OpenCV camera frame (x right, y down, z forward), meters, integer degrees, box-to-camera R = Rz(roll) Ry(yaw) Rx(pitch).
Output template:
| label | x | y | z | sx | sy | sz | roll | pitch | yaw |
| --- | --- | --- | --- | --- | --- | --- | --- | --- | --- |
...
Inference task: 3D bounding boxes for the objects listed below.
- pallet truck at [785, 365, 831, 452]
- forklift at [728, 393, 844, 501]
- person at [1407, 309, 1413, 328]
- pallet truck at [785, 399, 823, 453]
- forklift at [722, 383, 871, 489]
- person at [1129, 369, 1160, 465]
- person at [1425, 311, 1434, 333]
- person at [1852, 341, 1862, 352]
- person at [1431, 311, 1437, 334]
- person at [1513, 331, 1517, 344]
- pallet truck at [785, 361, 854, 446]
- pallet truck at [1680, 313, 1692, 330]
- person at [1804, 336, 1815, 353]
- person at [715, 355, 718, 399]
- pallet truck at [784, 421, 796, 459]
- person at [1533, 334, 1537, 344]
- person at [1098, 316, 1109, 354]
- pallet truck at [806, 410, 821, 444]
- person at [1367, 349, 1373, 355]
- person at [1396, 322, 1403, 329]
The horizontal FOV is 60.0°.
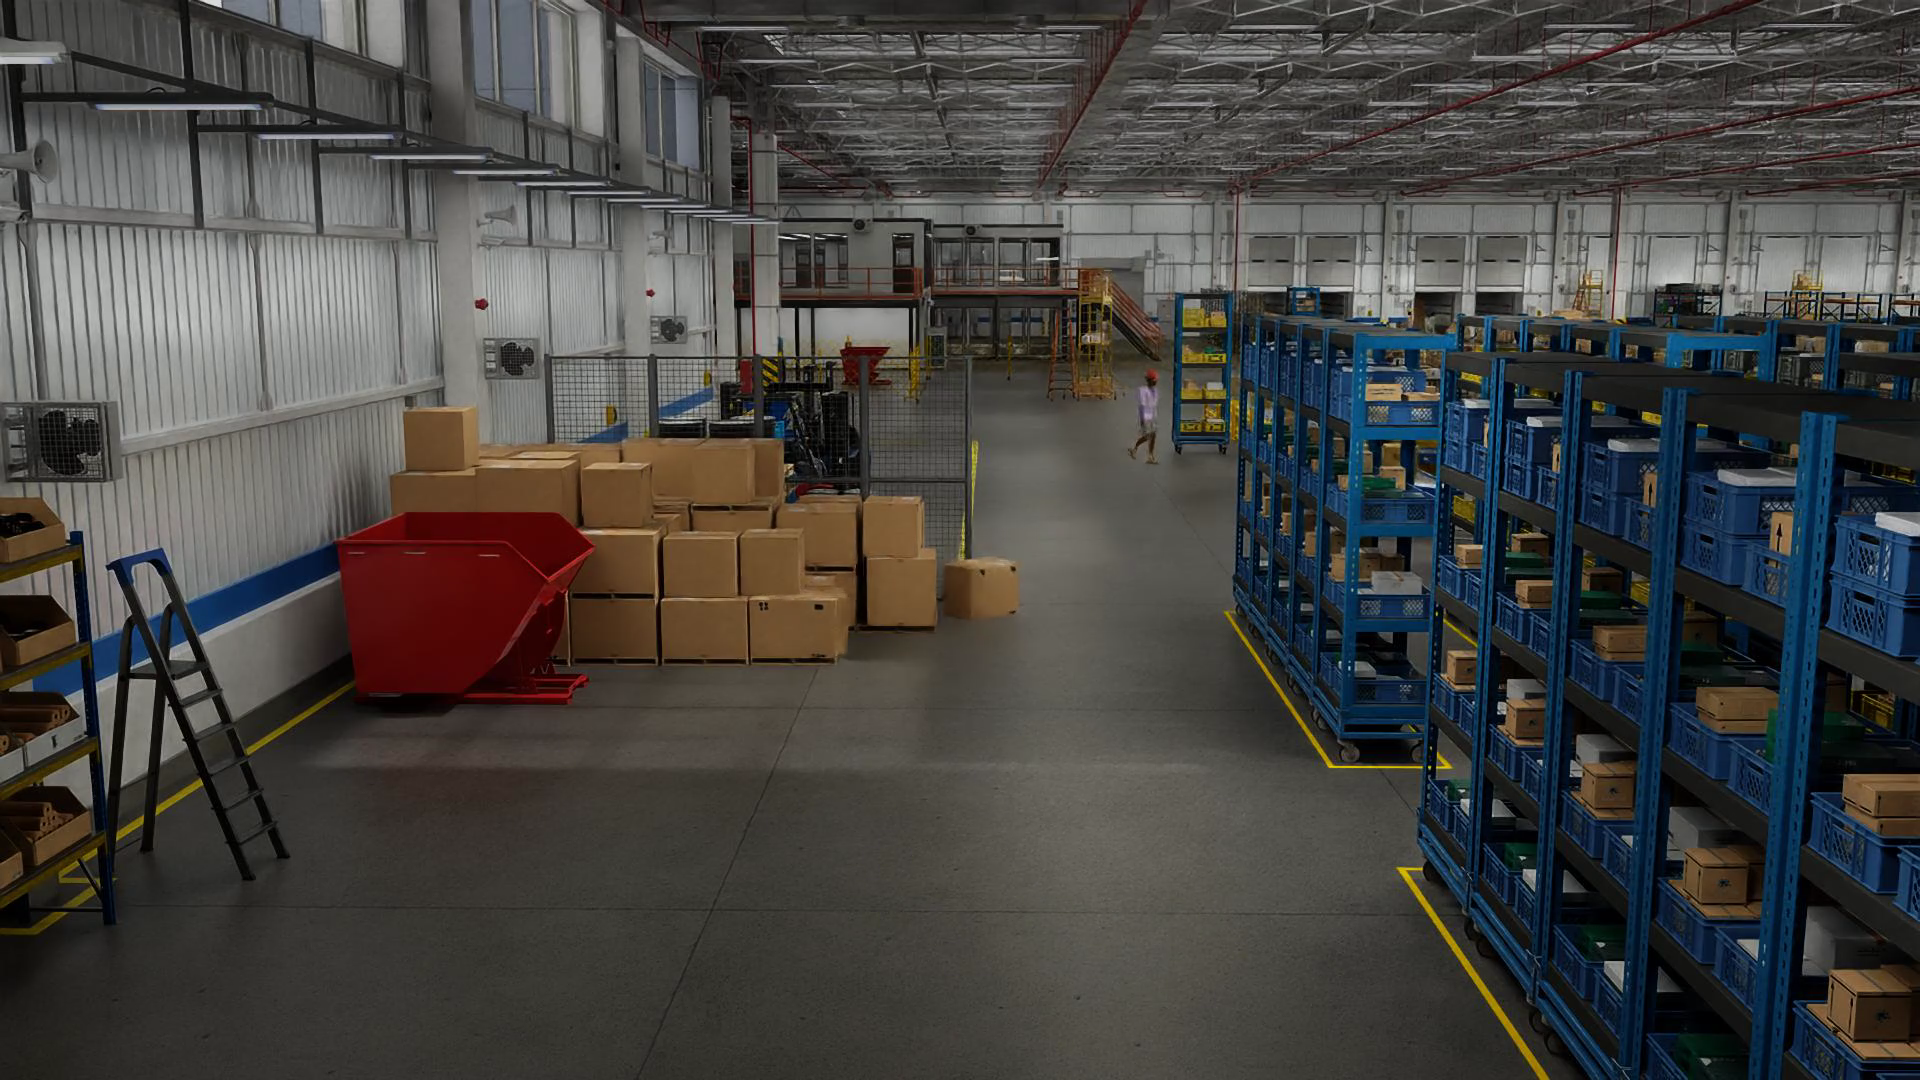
| label | x | y | z | sx | sy | sz | roll | pitch | yaw |
| --- | --- | --- | --- | --- | --- | --- | --- | --- | --- |
| pallet truck | -3.774 | -2.976 | 37.635 | 1.885 | 1.965 | 0.823 | 1 | 9 | 5 |
| forklift | -2.979 | -1.316 | 26.476 | 2.680 | 1.987 | 1.157 | 0 | 9 | 1 |
| person | 25.593 | -12.174 | 94.631 | 0.398 | 1.918 | 0.586 | 5 | 11 | 30 |
| pallet truck | -3.814 | -2.432 | 36.419 | 1.630 | 1.274 | 0.653 | 0 | 9 | 1 |
| forklift | -2.893 | -1.687 | 28.729 | 2.680 | 1.987 | 1.157 | 0 | 9 | -1 |
| person | 3.956 | -2.612 | 35.299 | 0.596 | 2.025 | 0.624 | 9 | 13 | 44 |
| person | 25.554 | -11.505 | 90.524 | 0.599 | 1.912 | 0.971 | 9 | 13 | 43 |
| person | 31.935 | -6.461 | 59.464 | 0.885 | 1.880 | 0.562 | -4 | 10 | -24 |
| person | 26.299 | -11.805 | 92.600 | 0.502 | 1.831 | 0.650 | 3 | 10 | 16 |
| person | 20.015 | -6.544 | 59.750 | 0.368 | 1.963 | 0.603 | -4 | 10 | -22 |
| pallet truck | -3.410 | -3.193 | 38.978 | 1.885 | 1.965 | 0.823 | 0 | 9 | -1 |
| pallet truck | 36.315 | -10.531 | 84.244 | 0.823 | 1.965 | 1.885 | -6 | 11 | -33 |
| person | 31.995 | -6.963 | 62.625 | 0.332 | 1.872 | 0.514 | -2 | 10 | -14 |
| person | -6.458 | -4.042 | 44.665 | 0.999 | 1.862 | 0.656 | 8 | 12 | 39 |
| pallet truck | -4.013 | -1.793 | 32.705 | 1.601 | 1.201 | 0.680 | 0 | 9 | 1 |
| person | 21.959 | -7.108 | 63.631 | 0.896 | 1.842 | 0.522 | 3 | 10 | 18 |
| person | 7.103 | -10.170 | 82.426 | 0.591 | 1.866 | 0.566 | -1 | 9 | -8 |
| pallet truck | -3.559 | -2.018 | 33.905 | 1.522 | 1.261 | 0.704 | 0 | 9 | -1 |
| person | 16.192 | -7.425 | 65.421 | 0.976 | 1.895 | 0.559 | -3 | 10 | -17 |
| person | 19.820 | -8.989 | 75.339 | 0.947 | 1.794 | 0.538 | -3 | 10 | -19 |
